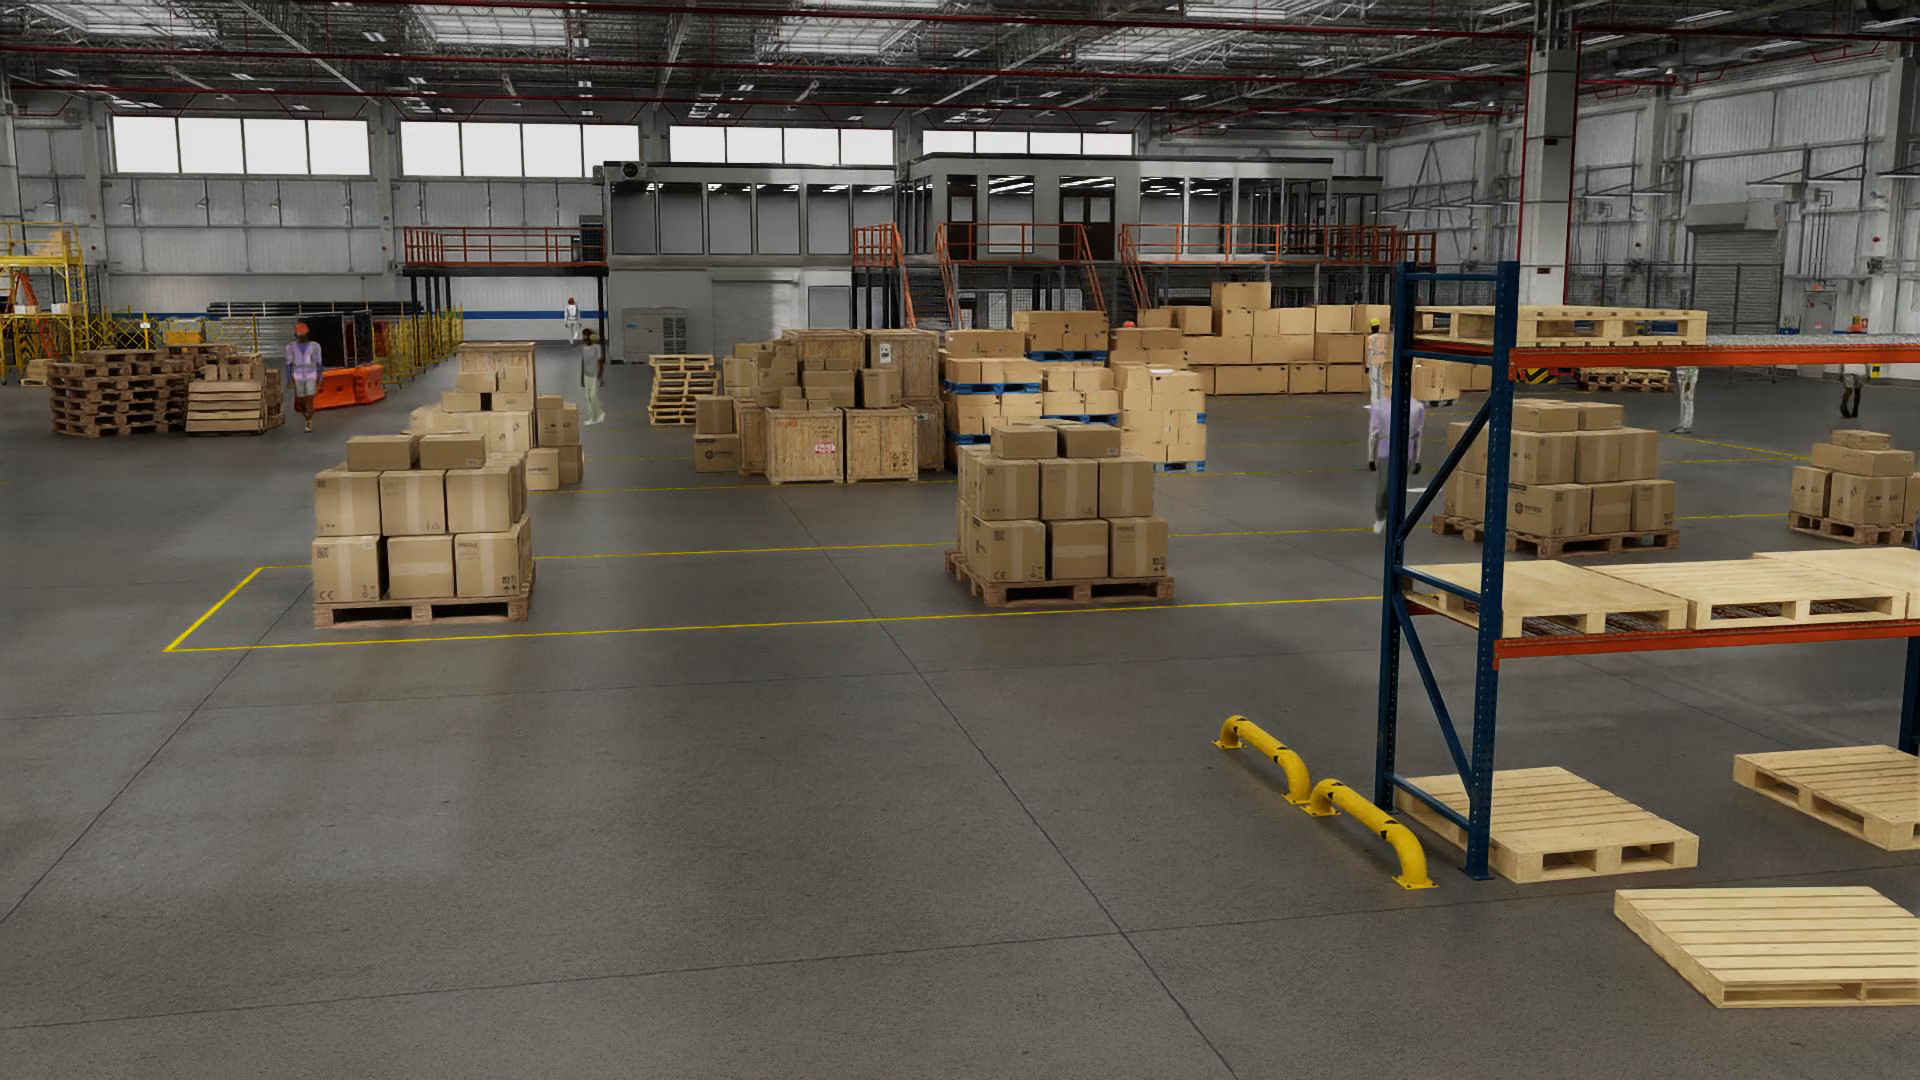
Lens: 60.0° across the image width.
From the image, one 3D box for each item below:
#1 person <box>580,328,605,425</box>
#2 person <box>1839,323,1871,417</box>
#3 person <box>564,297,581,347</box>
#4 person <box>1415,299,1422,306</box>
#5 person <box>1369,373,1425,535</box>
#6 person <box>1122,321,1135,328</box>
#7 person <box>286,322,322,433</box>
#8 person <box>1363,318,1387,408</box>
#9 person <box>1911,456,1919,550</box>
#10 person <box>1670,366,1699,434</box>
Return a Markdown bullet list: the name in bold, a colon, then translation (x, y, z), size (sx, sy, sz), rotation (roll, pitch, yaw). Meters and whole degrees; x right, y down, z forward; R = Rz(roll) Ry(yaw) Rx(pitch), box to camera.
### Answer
- **person**: translation (-7.042, -3.114, 31.729), size (0.557, 1.851, 0.402), rotation (5, 11, 30)
- **person**: translation (17.823, -3.364, 33.154), size (0.566, 1.906, 0.847), rotation (6, 11, 34)
- **person**: translation (-14.597, -8.200, 62.658), size (0.606, 1.874, 0.551), rotation (-2, 10, -11)
- **person**: translation (15.201, -7.033, 55.331), size (0.628, 1.939, 1.014), rotation (7, 11, 35)
- **person**: translation (4.797, -0.937, 18.290), size (0.582, 1.909, 0.437), rotation (1, 9, 9)
- **person**: translation (3.198, -3.149, 31.509), size (0.623, 1.992, 0.396), rotation (-7, 12, -38)
- **person**: translation (-11.970, -2.984, 30.419), size (0.621, 2.025, 0.733), rotation (-2, 10, -12)
- **person**: translation (8.840, -3.757, 35.445), size (0.585, 1.921, 0.383), rotation (-8, 12, -39)
- **person**: translation (8.719, -0.255, 14.668), size (0.533, 1.734, 0.818), rotation (-2, 10, -14)
- **person**: translation (13.102, -2.877, 30.031), size (0.411, 1.937, 0.604), rotation (2, 10, 14)
